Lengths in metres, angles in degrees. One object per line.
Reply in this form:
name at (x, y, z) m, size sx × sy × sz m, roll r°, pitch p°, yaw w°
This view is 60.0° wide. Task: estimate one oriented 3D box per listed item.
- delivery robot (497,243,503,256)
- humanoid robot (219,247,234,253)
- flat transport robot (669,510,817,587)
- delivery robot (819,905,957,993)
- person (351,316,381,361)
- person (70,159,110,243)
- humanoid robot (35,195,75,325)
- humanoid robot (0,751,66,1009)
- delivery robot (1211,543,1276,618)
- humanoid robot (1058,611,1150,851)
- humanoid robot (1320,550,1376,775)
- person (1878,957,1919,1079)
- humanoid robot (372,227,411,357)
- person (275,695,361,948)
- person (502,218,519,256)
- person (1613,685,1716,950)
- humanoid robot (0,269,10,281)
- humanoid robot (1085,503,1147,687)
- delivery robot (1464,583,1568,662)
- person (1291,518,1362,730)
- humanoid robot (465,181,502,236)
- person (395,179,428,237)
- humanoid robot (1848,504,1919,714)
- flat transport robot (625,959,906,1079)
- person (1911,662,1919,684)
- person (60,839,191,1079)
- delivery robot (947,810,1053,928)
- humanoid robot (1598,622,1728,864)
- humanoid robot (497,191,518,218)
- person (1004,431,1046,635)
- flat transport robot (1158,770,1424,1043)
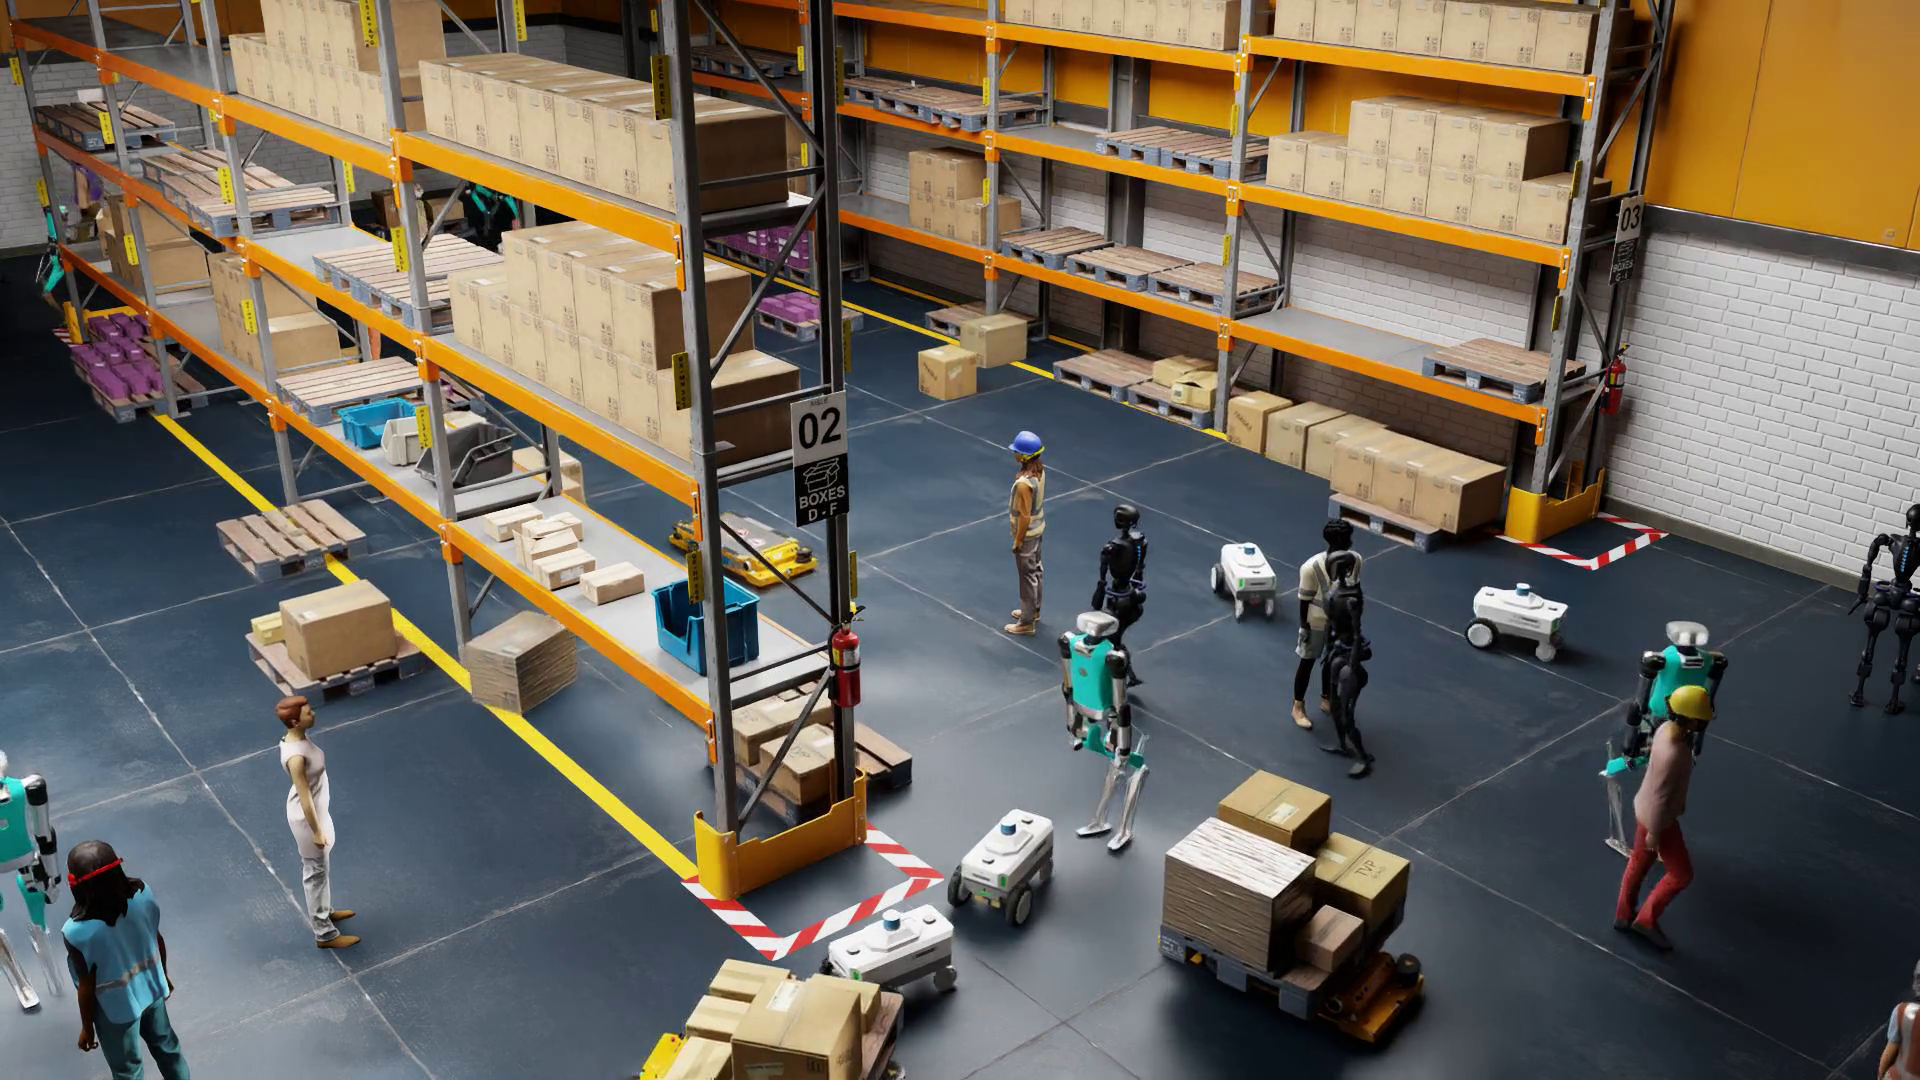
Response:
delivery robot at (-6.840, -4.472, 25.621) m, size 0.517 × 0.581 × 0.752 m, roll 4°, pitch 24°, yaw 9°
humanoid robot at (-11.334, -5.042, 25.537) m, size 0.601 × 1.644 × 0.382 m, roll 13°, pitch 26°, yaw 27°
flat transport robot at (-2.037, 0.060, 15.505) m, size 0.659 × 0.231 × 1.431 m, roll -21°, pitch 31°, yaw -39°
delivery robot at (-0.418, 2.437, 9.651) m, size 0.781 × 0.605 × 0.499 m, roll -15°, pitch 27°, yaw -31°
person at (-7.174, -2.724, 20.076) m, size 0.504 × 1.756 × 0.325 m, roll 15°, pitch 28°, yaw 31°
person at (-13.430, -5.282, 25.852) m, size 1.027 × 1.868 × 0.547 m, roll -8°, pitch 25°, yaw -19°
humanoid robot at (-12.314, -3.736, 22.492) m, size 0.546 × 1.828 × 0.680 m, roll 18°, pitch 29°, yaw 35°
humanoid robot at (-5.390, 1.953, 9.402) m, size 0.541 × 1.871 × 0.767 m, roll -19°, pitch 30°, yaw -37°
delivery robot at (2.514, 0.311, 14.564) m, size 0.499 × 0.596 × 0.787 m, roll -2°, pitch 23°, yaw -4°
humanoid robot at (1.021, 1.210, 10.928) m, size 0.538 × 1.744 × 0.730 m, roll 22°, pitch 31°, yaw 40°
humanoid robot at (2.783, 0.851, 11.901) m, size 0.429 × 1.634 × 0.619 m, roll -3°, pitch 24°, yaw -8°
person at (4.512, 2.628, 7.770) m, size 0.441 × 1.674 × 0.407 m, roll 18°, pitch 29°, yaw 36°
humanoid robot at (-7.332, -3.167, 21.193) m, size 0.601 × 1.645 × 0.329 m, roll -8°, pitch 25°, yaw -17°
person at (-3.881, 1.677, 9.999) m, size 0.285 × 1.662 × 0.443 m, roll -9°, pitch 25°, yaw -21°
person at (-5.252, -3.077, 20.760) m, size 0.810 × 1.879 × 0.404 m, roll 7°, pitch 24°, yaw 15°
person at (4.263, 1.651, 9.943) m, size 0.466 × 1.751 × 0.535 m, roll 7°, pitch 24°, yaw 17°
humanoid robot at (-14.571, -4.574, 24.517) m, size 0.723 × 1.627 × 0.600 m, roll 2°, pitch 23°, yaw 5°
humanoid robot at (1.199, 0.496, 12.719) m, size 0.346 × 1.652 × 0.597 m, roll 20°, pitch 30°, yaw 38°
delivery robot at (4.630, 0.643, 13.775) m, size 0.757 × 0.580 × 0.499 m, roll 14°, pitch 27°, yaw 30°
person at (2.741, 0.613, 12.433) m, size 0.534 × 1.692 × 0.320 m, roll -10°, pitch 25°, yaw -22°
humanoid robot at (-7.870, -5.803, 27.367) m, size 0.786 × 1.883 × 0.567 m, roll 0°, pitch 23°, yaw 1°
person at (-7.537, -4.099, 23.124) m, size 0.454 × 1.859 × 0.584 m, roll 5°, pitch 24°, yaw 11°
humanoid robot at (7.125, 0.505, 12.680) m, size 0.599 × 1.657 × 0.315 m, roll 16°, pitch 28°, yaw 33°
flat transport robot at (-1.042, 2.946, 8.821) m, size 1.431 × 0.231 × 0.659 m, roll 6°, pitch 24°, yaw 14°
person at (7.820, 0.263, 12.952) m, size 0.546 × 1.926 × 0.388 m, roll 13°, pitch 27°, yaw 28°
person at (-4.143, 2.308, 8.286) m, size 0.392 × 1.866 × 0.520 m, roll 10°, pitch 25°, yaw 22°
delivery robot at (0.298, 2.040, 10.551) m, size 0.499 × 0.589 × 0.784 m, roll 13°, pitch 27°, yaw 27°
humanoid robot at (4.511, 1.252, 10.840) m, size 0.545 × 1.749 × 0.662 m, roll -1°, pitch 23°, yaw -2°
humanoid robot at (-7.128, -5.576, 26.834) m, size 0.822 × 1.879 × 0.545 m, roll 18°, pitch 29°, yaw 35°
person at (0.549, -0.066, 13.888) m, size 0.304 × 1.781 × 0.465 m, roll 7°, pitch 24°, yaw 15°
flat transport robot at (1.959, 2.472, 9.918) m, size 1.431 × 0.231 × 0.659 m, roll 18°, pitch 29°, yaw 35°
